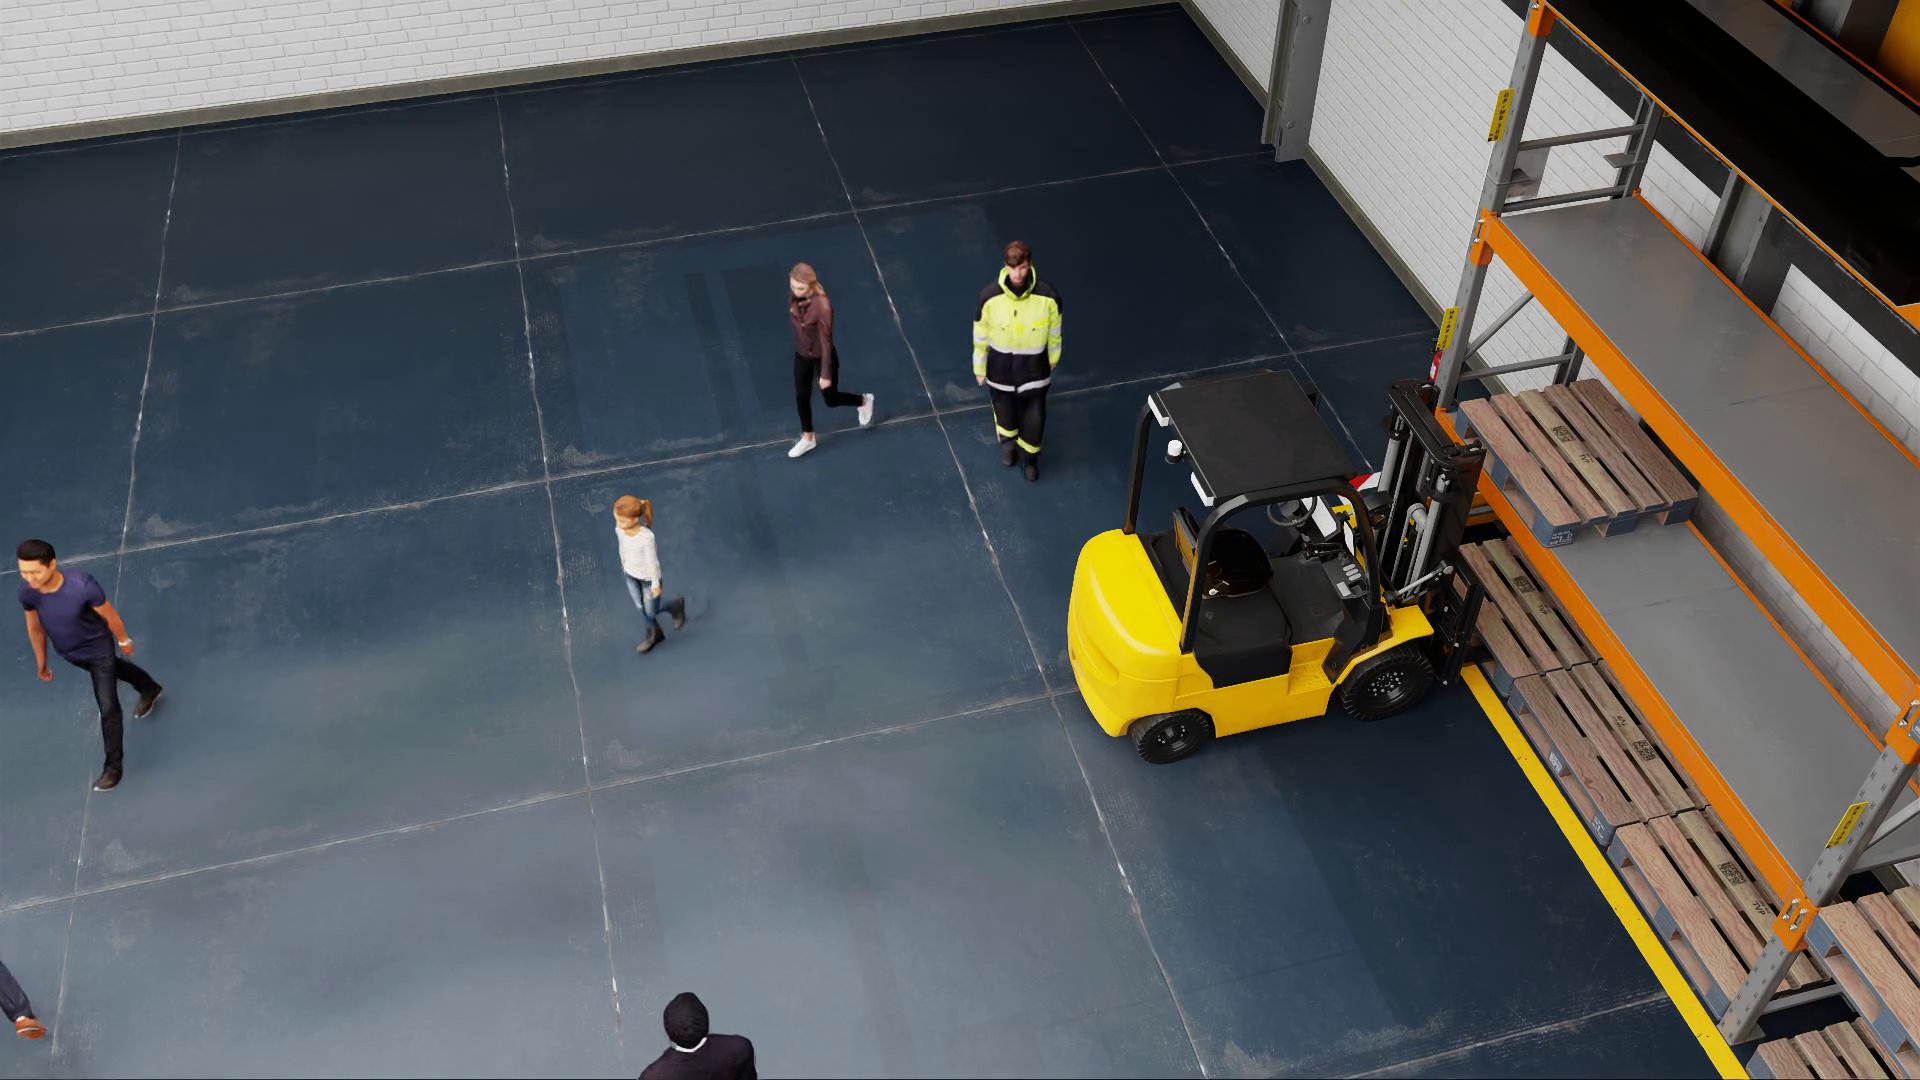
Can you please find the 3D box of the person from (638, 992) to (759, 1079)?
[{"bbox_3d":[-1.165,2.785,7.684,0.928,1.840,1.261,-21,48,-21],"label":"person"}]

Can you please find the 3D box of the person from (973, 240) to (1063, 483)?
[{"bbox_3d":[0.415,-1.364,11.948,0.886,1.966,0.872,-1,44,-1],"label":"person"}]

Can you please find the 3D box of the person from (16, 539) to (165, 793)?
[{"bbox_3d":[-5.241,0.590,10.066,0.923,1.732,1.261,3,44,3],"label":"person"}]

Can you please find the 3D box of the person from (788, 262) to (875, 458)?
[{"bbox_3d":[-0.985,-1.357,12.147,1.019,1.683,0.992,32,52,29],"label":"person"}]

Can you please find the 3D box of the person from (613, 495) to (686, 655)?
[{"bbox_3d":[-2.005,0.193,10.791,0.690,1.307,0.739,25,49,24],"label":"person"}]
